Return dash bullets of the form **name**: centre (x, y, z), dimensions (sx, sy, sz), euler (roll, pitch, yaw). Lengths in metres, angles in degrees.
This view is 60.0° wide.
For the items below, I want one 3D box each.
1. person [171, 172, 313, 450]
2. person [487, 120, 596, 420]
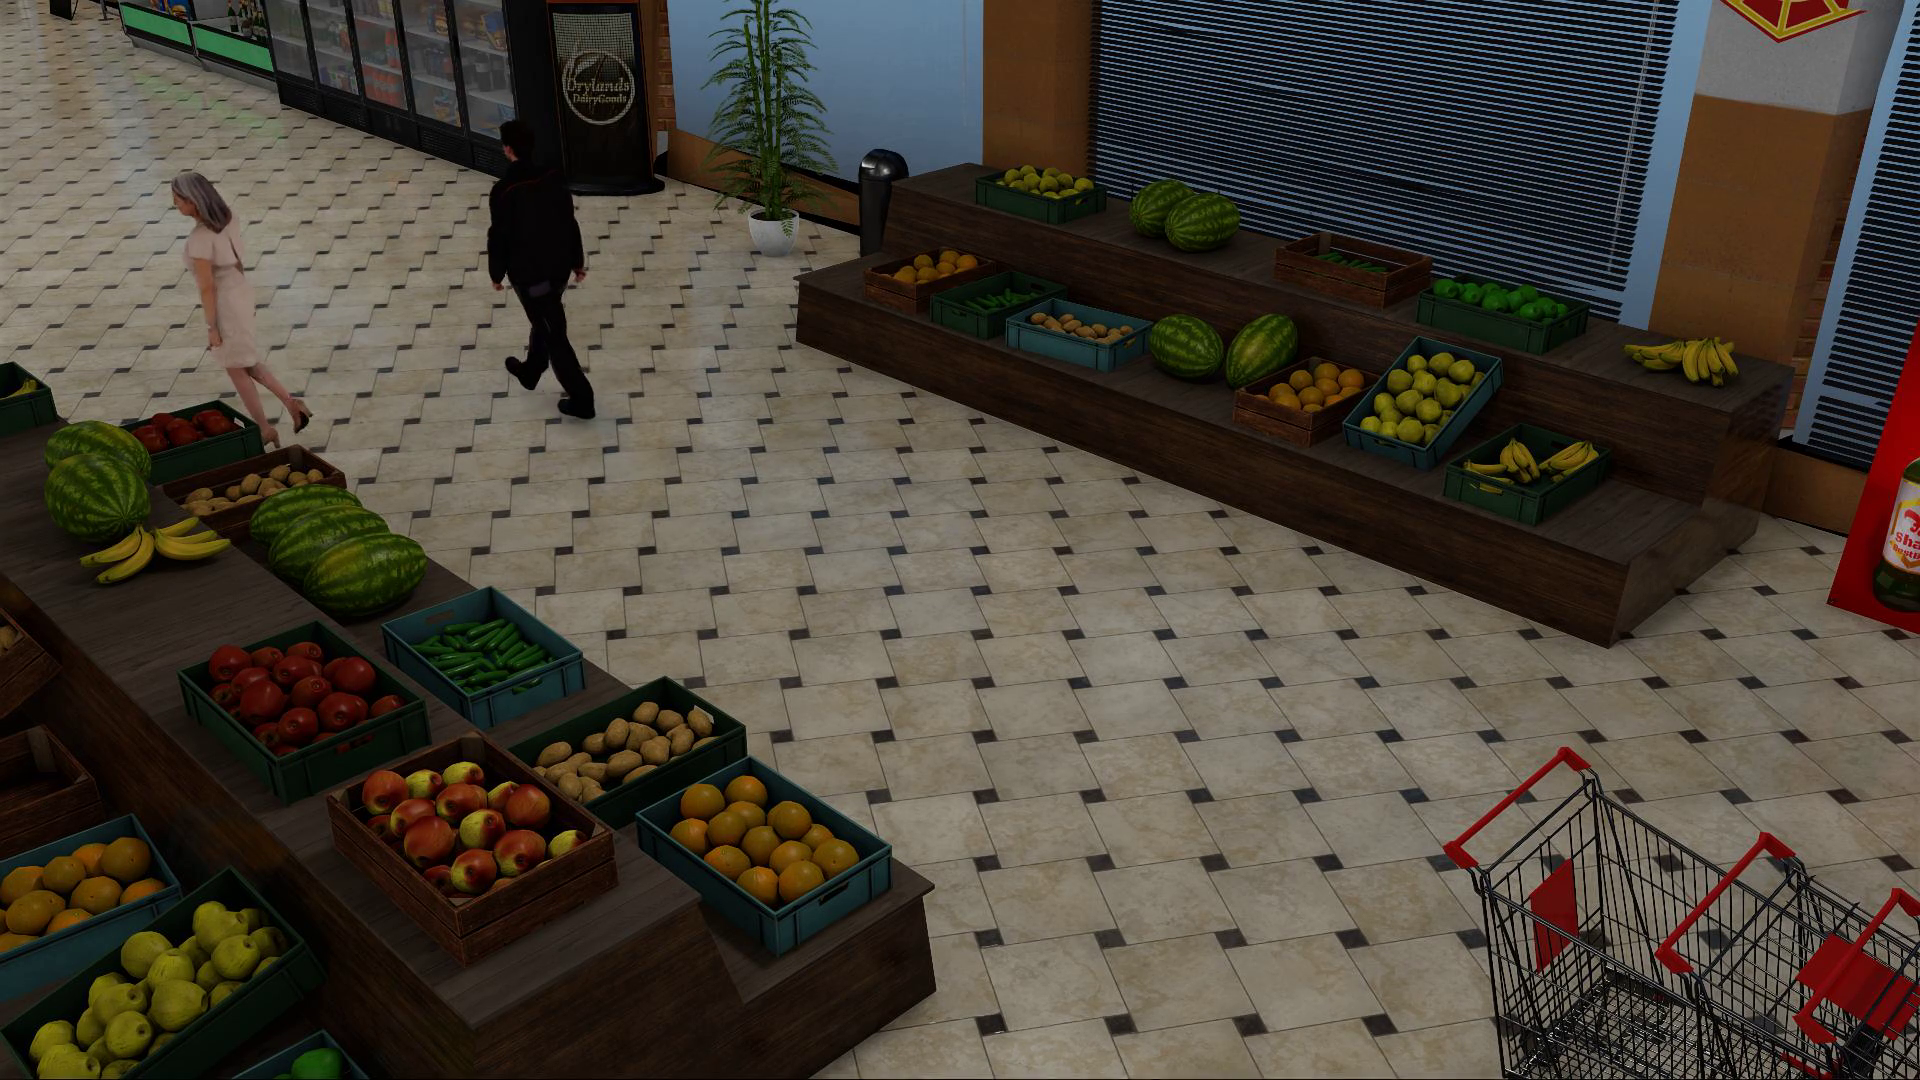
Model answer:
- **person**: centre (-4.081, -1.254, 9.521), dimensions (0.907, 1.713, 0.841), euler (5, 27, 9)
- **person**: centre (-2.483, -1.571, 10.073), dimensions (1.204, 1.781, 0.854), euler (18, 32, 31)
